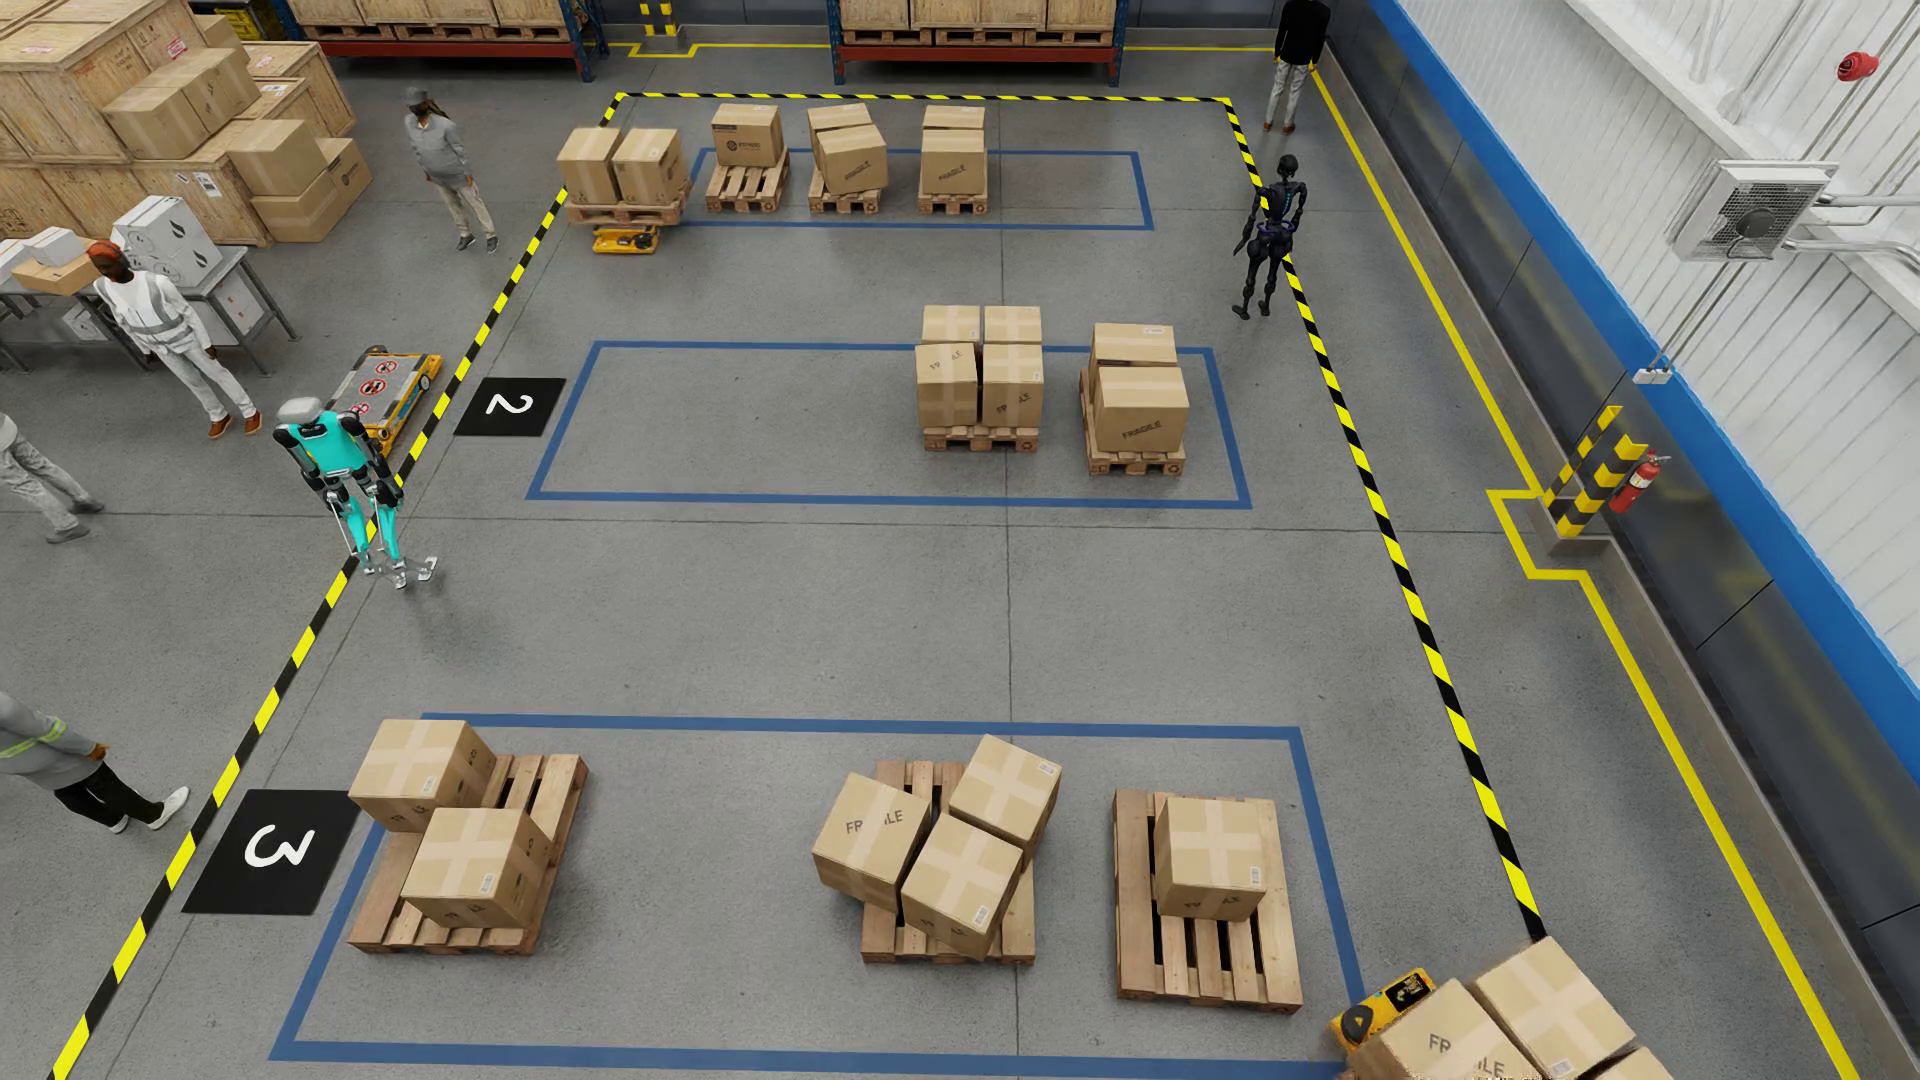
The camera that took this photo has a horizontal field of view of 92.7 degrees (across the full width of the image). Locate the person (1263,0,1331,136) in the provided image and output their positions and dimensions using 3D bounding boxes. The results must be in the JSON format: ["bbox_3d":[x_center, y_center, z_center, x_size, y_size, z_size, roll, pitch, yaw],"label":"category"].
[{"bbox_3d":[4.181,-6.018,11.402,0.585,1.884,0.361,22,53,18],"label":"person"}]

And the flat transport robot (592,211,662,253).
[{"bbox_3d":[-3.722,-3.775,10.543,0.652,0.197,1.431,1,50,1],"label":"flat transport robot"}]

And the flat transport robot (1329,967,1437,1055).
[{"bbox_3d":[2.675,3.048,4.769,0.652,0.197,1.431,-20,53,-16],"label":"flat transport robot"}]

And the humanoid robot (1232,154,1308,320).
[{"bbox_3d":[3.000,-2.926,8.909,0.599,1.659,0.315,-8,50,-7],"label":"humanoid robot"}]

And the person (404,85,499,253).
[{"bbox_3d":[-5.398,-3.902,9.685,0.563,1.769,0.400,5,50,5],"label":"person"}]

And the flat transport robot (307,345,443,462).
[{"bbox_3d":[-5.383,-1.269,8.441,0.659,0.231,1.431,1,50,1],"label":"flat transport robot"}]

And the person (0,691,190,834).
[{"bbox_3d":[-5.329,1.200,5.314,0.588,1.852,0.369,-2,50,-2],"label":"person"}]

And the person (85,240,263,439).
[{"bbox_3d":[-6.598,-1.648,7.703,0.573,1.884,0.356,-7,50,-6],"label":"person"}]

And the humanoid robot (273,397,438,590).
[{"bbox_3d":[-4.268,-0.199,6.489,0.533,1.672,0.735,-12,51,-10],"label":"humanoid robot"}]

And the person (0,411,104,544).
[{"bbox_3d":[-7.371,-0.746,6.907,0.417,1.940,0.606,-9,50,-7],"label":"person"}]
